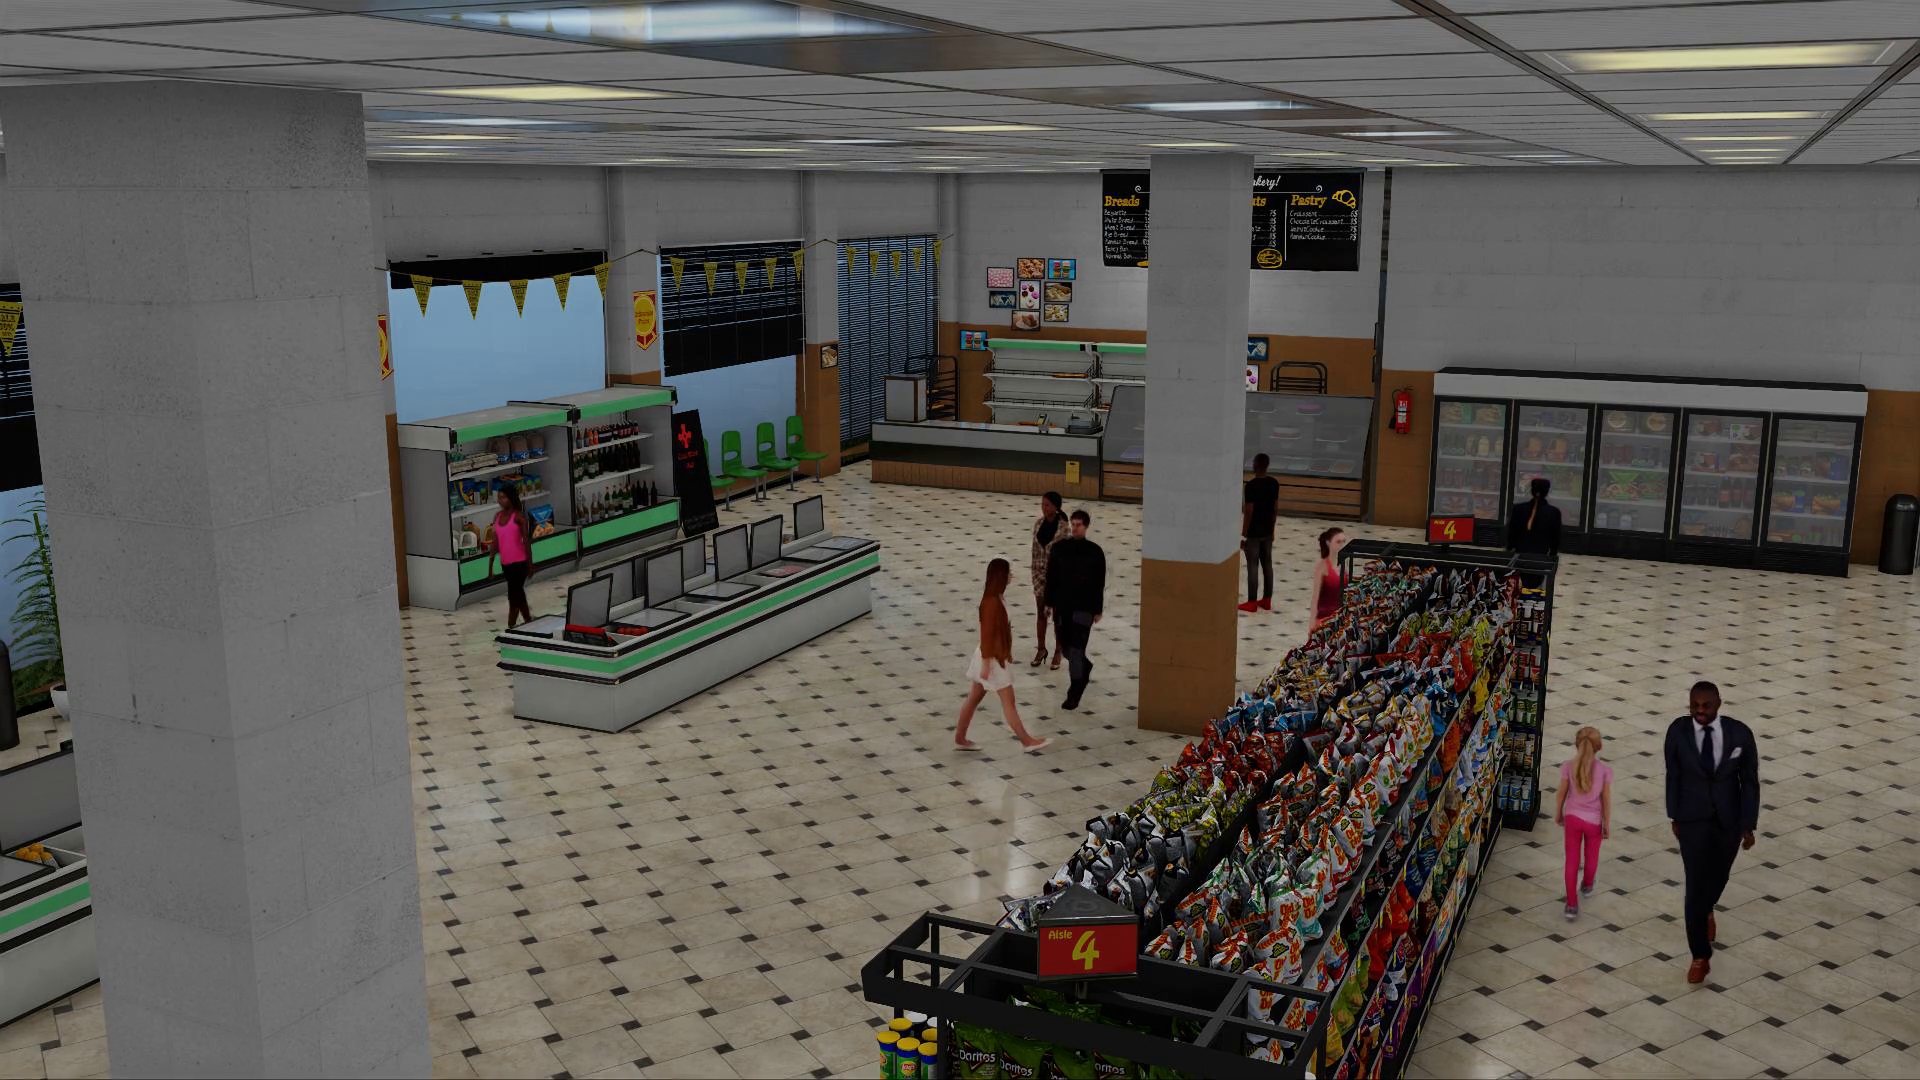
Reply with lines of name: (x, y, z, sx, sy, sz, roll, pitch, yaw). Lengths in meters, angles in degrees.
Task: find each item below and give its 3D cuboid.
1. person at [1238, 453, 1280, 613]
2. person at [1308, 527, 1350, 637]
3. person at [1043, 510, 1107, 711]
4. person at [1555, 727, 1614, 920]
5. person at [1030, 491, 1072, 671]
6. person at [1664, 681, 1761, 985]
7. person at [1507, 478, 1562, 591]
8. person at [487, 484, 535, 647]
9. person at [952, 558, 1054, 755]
person: (3.385, -0.082, 18.803, 0.664, 1.784, 0.776, -7, 14, -31)
person: (3.305, 0.737, 15.090, 1.106, 1.712, 0.943, -9, 15, -38)
person: (1.092, 0.621, 15.405, 0.766, 1.810, 1.124, 6, 14, 28)
person: (4.074, 1.863, 10.878, 0.505, 1.244, 0.838, 5, 13, 24)
person: (0.905, 0.392, 16.528, 0.621, 1.794, 0.604, 9, 15, 36)
person: (4.612, 1.718, 10.243, 0.791, 1.789, 1.262, 3, 12, 15)
person: (6.122, 0.187, 17.847, 0.786, 1.653, 1.000, 4, 12, 16)
person: (-4.610, 0.255, 17.435, 0.568, 1.689, 0.967, 5, 13, 24)
person: (0.175, 1.008, 13.896, 0.998, 1.674, 1.112, 0, 12, 0)
